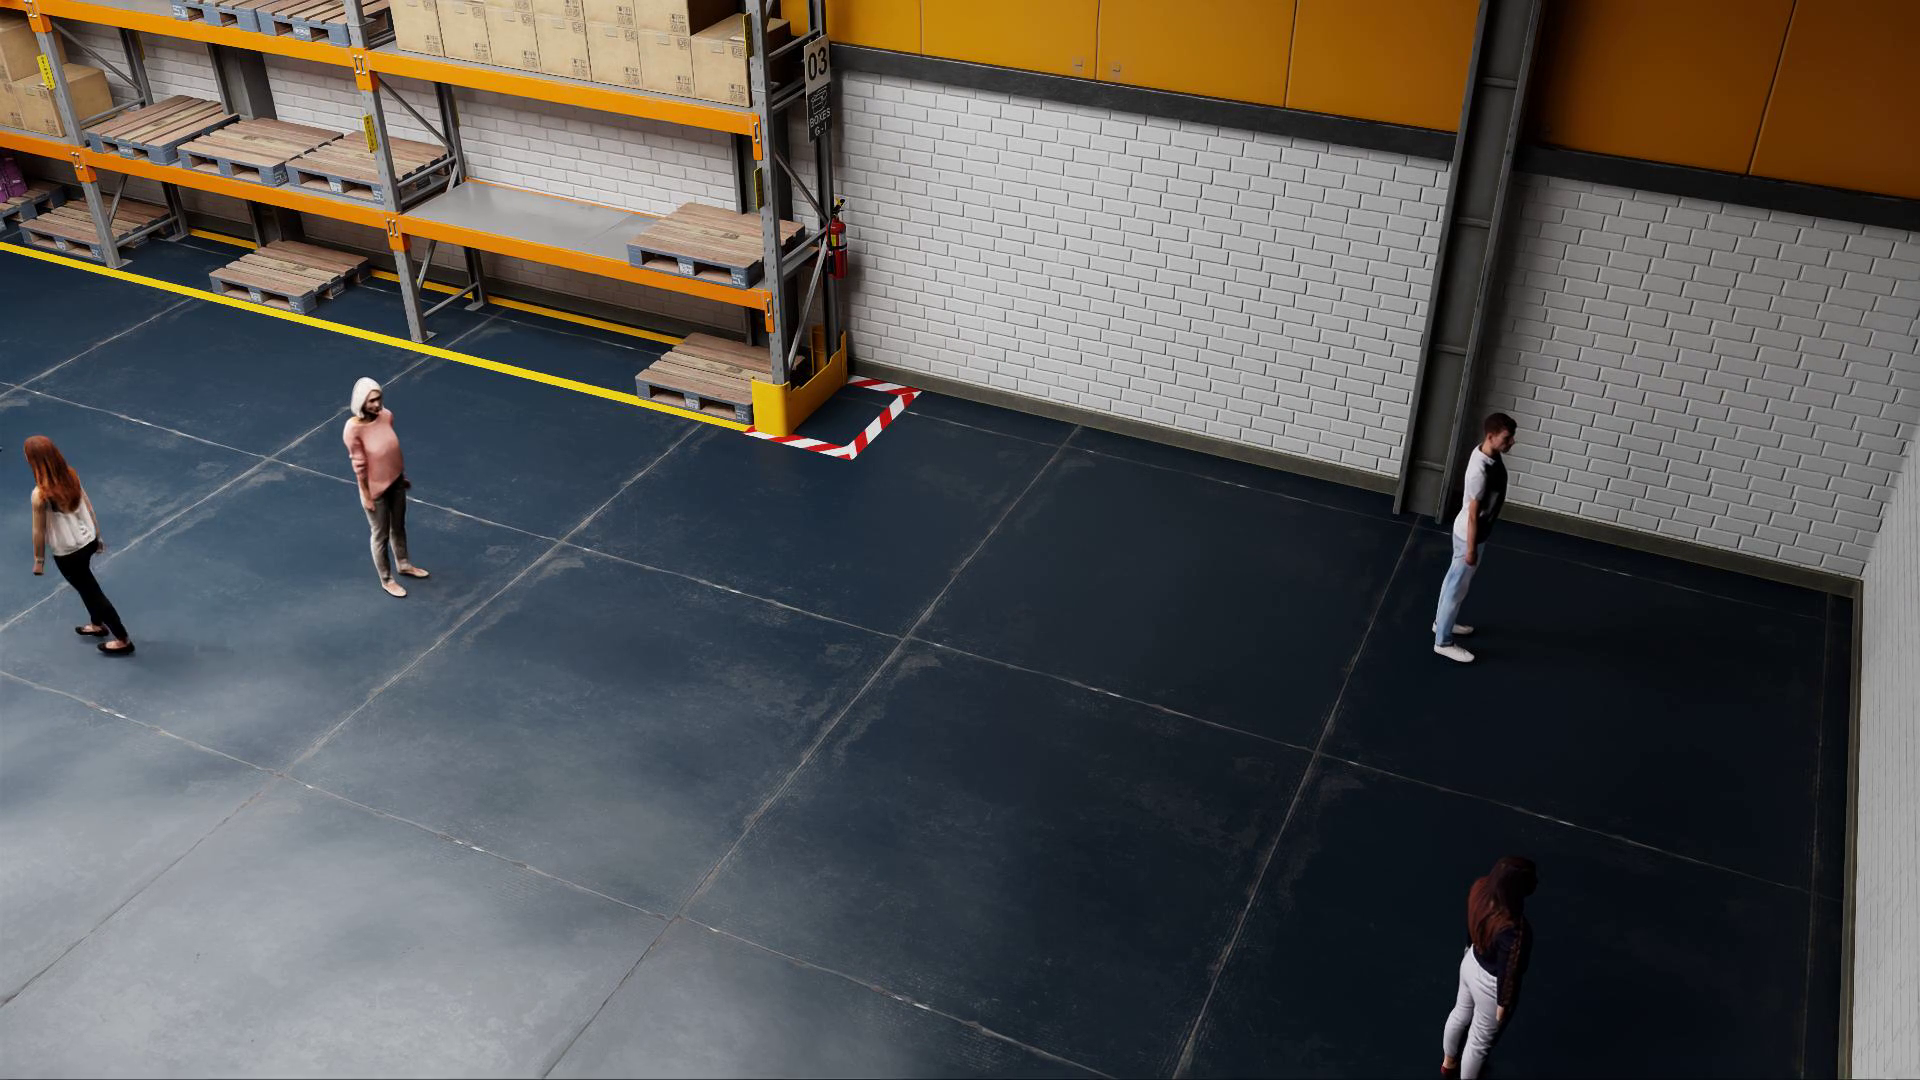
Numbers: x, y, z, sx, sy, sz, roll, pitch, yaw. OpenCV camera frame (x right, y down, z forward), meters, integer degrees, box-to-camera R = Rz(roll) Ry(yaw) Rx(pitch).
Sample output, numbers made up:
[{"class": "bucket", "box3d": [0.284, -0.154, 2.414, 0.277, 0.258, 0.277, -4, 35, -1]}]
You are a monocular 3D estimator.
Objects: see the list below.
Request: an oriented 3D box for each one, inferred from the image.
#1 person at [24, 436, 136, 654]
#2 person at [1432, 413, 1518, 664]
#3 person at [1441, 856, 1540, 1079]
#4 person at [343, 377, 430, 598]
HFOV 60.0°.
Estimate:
[{"class": "person", "box3d": [-5.964, 0.064, 11.369, 0.826, 1.703, 0.718, 3, 34, 4]}, {"class": "person", "box3d": [3.504, -0.053, 11.410, 0.567, 1.853, 0.660, 11, 35, 16]}, {"class": "person", "box3d": [2.650, 2.178, 8.274, 0.702, 1.608, 0.683, -5, 34, -7]}, {"class": "person", "box3d": [-4.199, -0.412, 12.067, 0.514, 1.723, 0.601, 13, 36, 19]}]
